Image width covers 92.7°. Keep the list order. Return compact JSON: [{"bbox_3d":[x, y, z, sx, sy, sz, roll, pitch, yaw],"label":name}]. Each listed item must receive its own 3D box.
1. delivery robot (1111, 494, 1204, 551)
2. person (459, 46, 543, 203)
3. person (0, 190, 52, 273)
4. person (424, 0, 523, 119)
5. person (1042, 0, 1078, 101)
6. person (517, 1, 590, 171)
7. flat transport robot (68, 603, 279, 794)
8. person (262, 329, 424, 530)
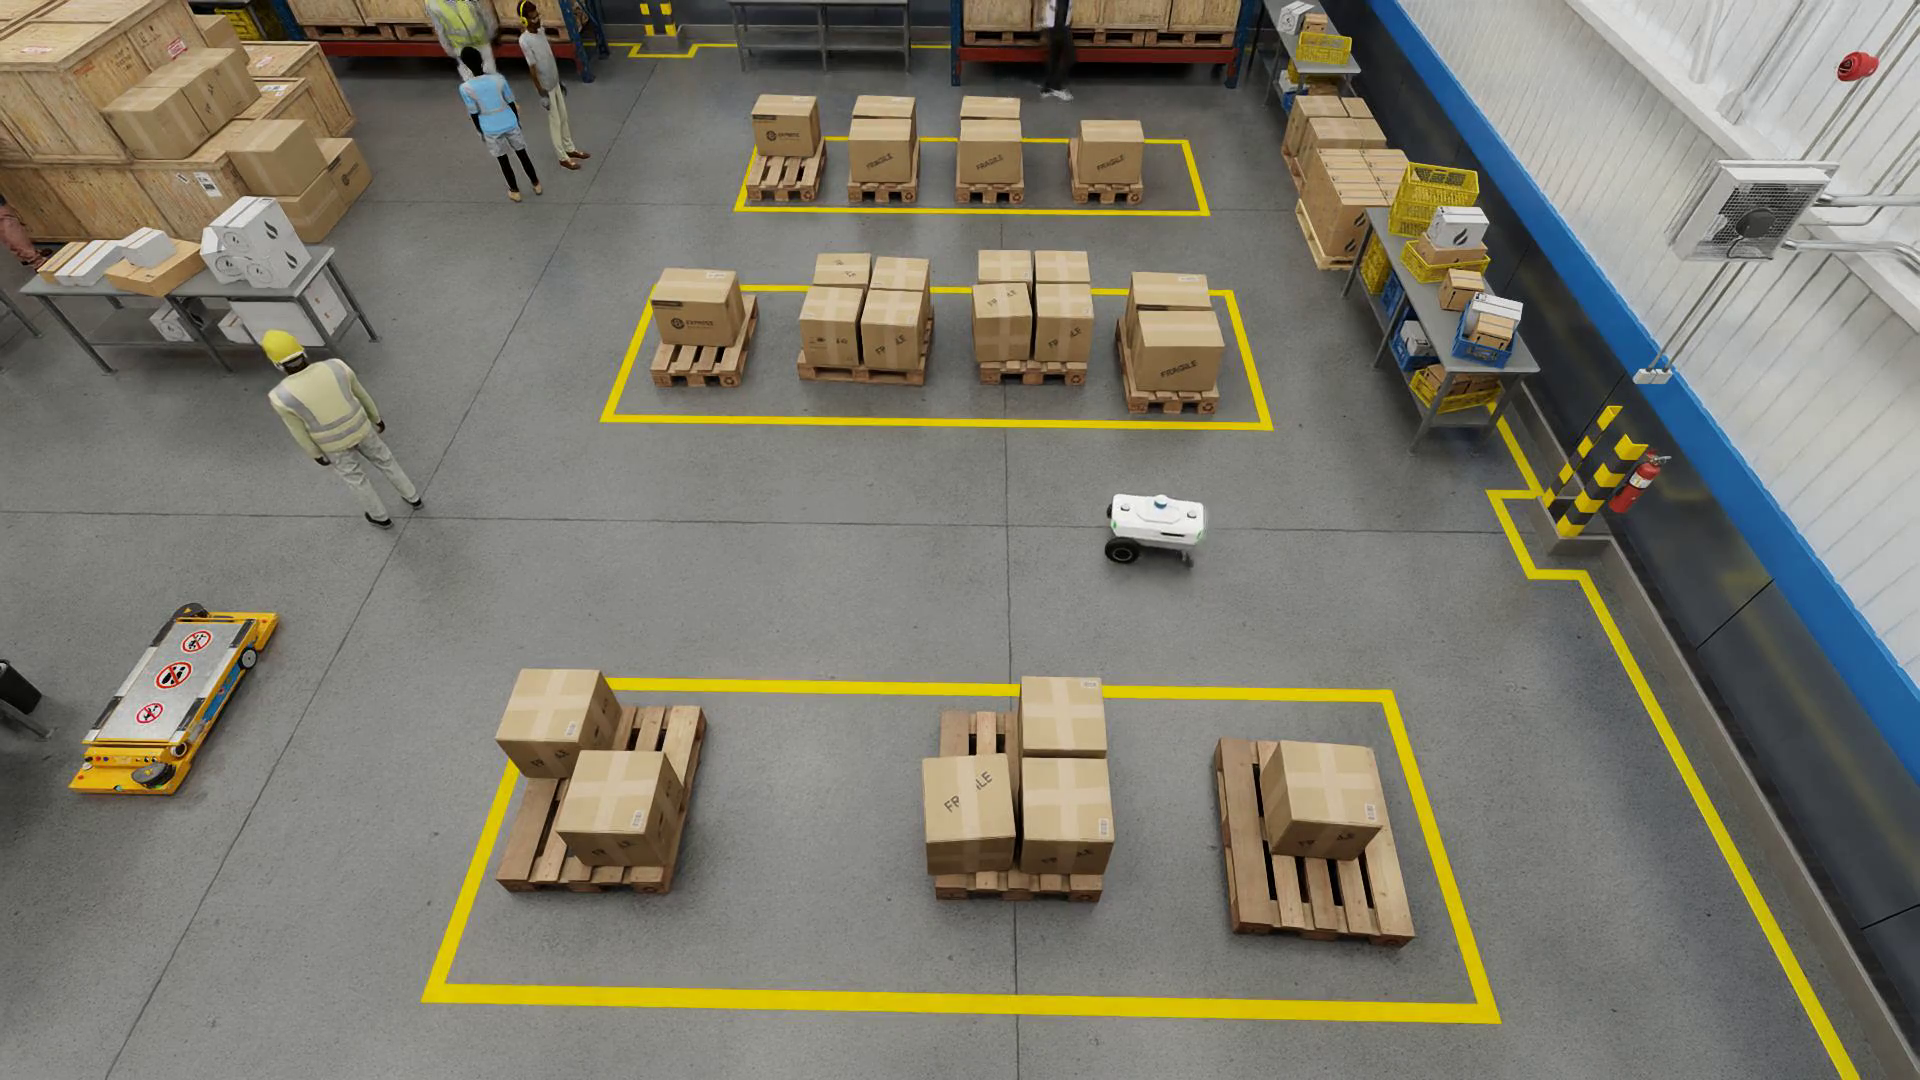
[{"bbox_3d":[1.554,-0.160,7.240,0.707,0.478,0.477,6,50,6],"label":"delivery robot"},{"bbox_3d":[-5.217,-4.680,10.383,0.532,1.693,0.319,-30,56,-23],"label":"person"},{"bbox_3d":[-10.090,-3.672,9.402,0.636,1.900,0.401,20,53,17],"label":"person"},{"bbox_3d":[-6.245,-6.332,11.717,0.697,1.806,0.433,-26,55,-20],"label":"person"},{"bbox_3d":[1.380,-6.758,12.020,0.543,1.889,0.588,-3,50,-3],"label":"person"},{"bbox_3d":[-4.844,-5.366,10.850,0.310,1.868,0.532,6,50,5],"label":"person"},{"bbox_3d":[-5.504,1.072,6.442,0.652,0.197,1.431,1,50,1],"label":"flat transport robot"},{"bbox_3d":[-4.751,-0.840,7.050,0.403,1.823,0.590,31,56,23],"label":"person"}]
